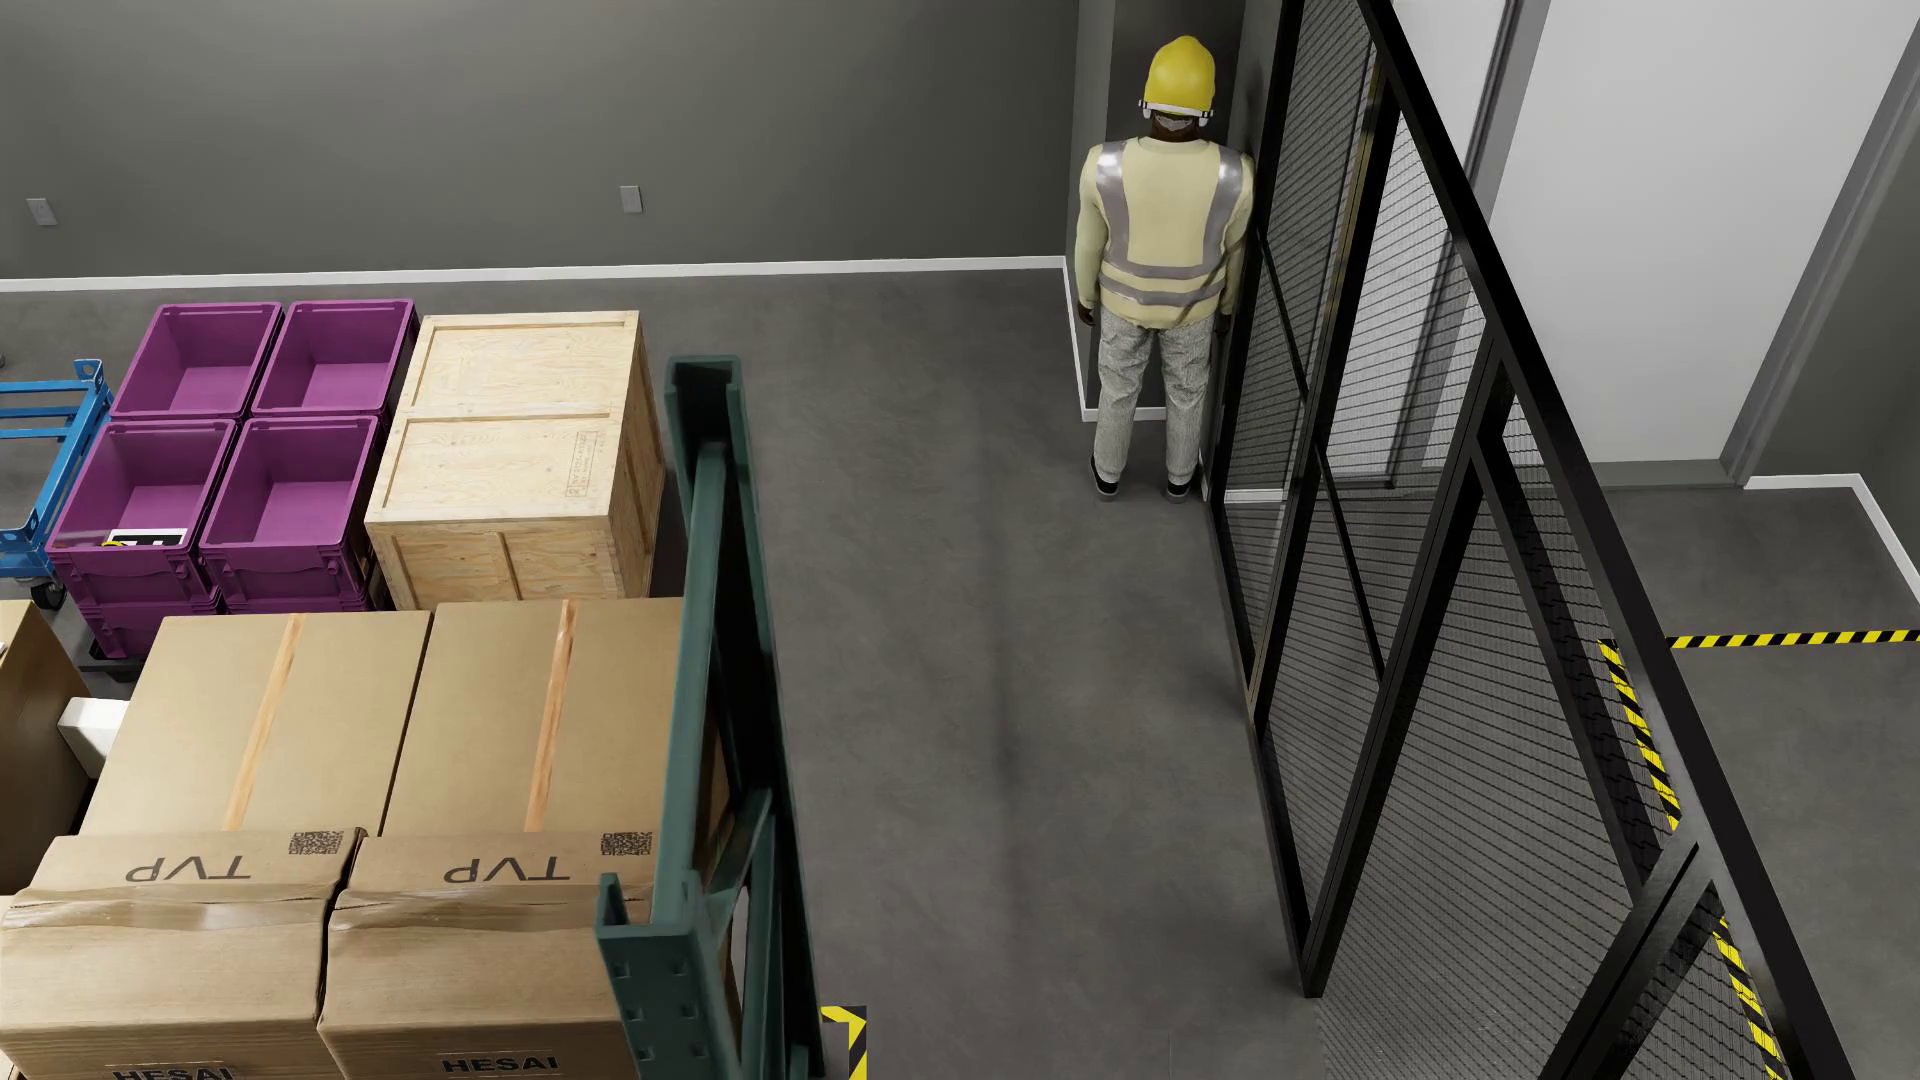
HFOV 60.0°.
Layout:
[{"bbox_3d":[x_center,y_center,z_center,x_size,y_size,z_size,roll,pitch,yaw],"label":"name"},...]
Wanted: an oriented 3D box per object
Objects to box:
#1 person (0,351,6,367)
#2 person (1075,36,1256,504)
[{"bbox_3d":[-4.038,-1.268,5.967,0.372,1.940,0.632,-4,46,-3],"label":"person"},{"bbox_3d":[0.678,-0.855,5.645,0.586,1.833,0.403,4,46,4],"label":"person"}]
